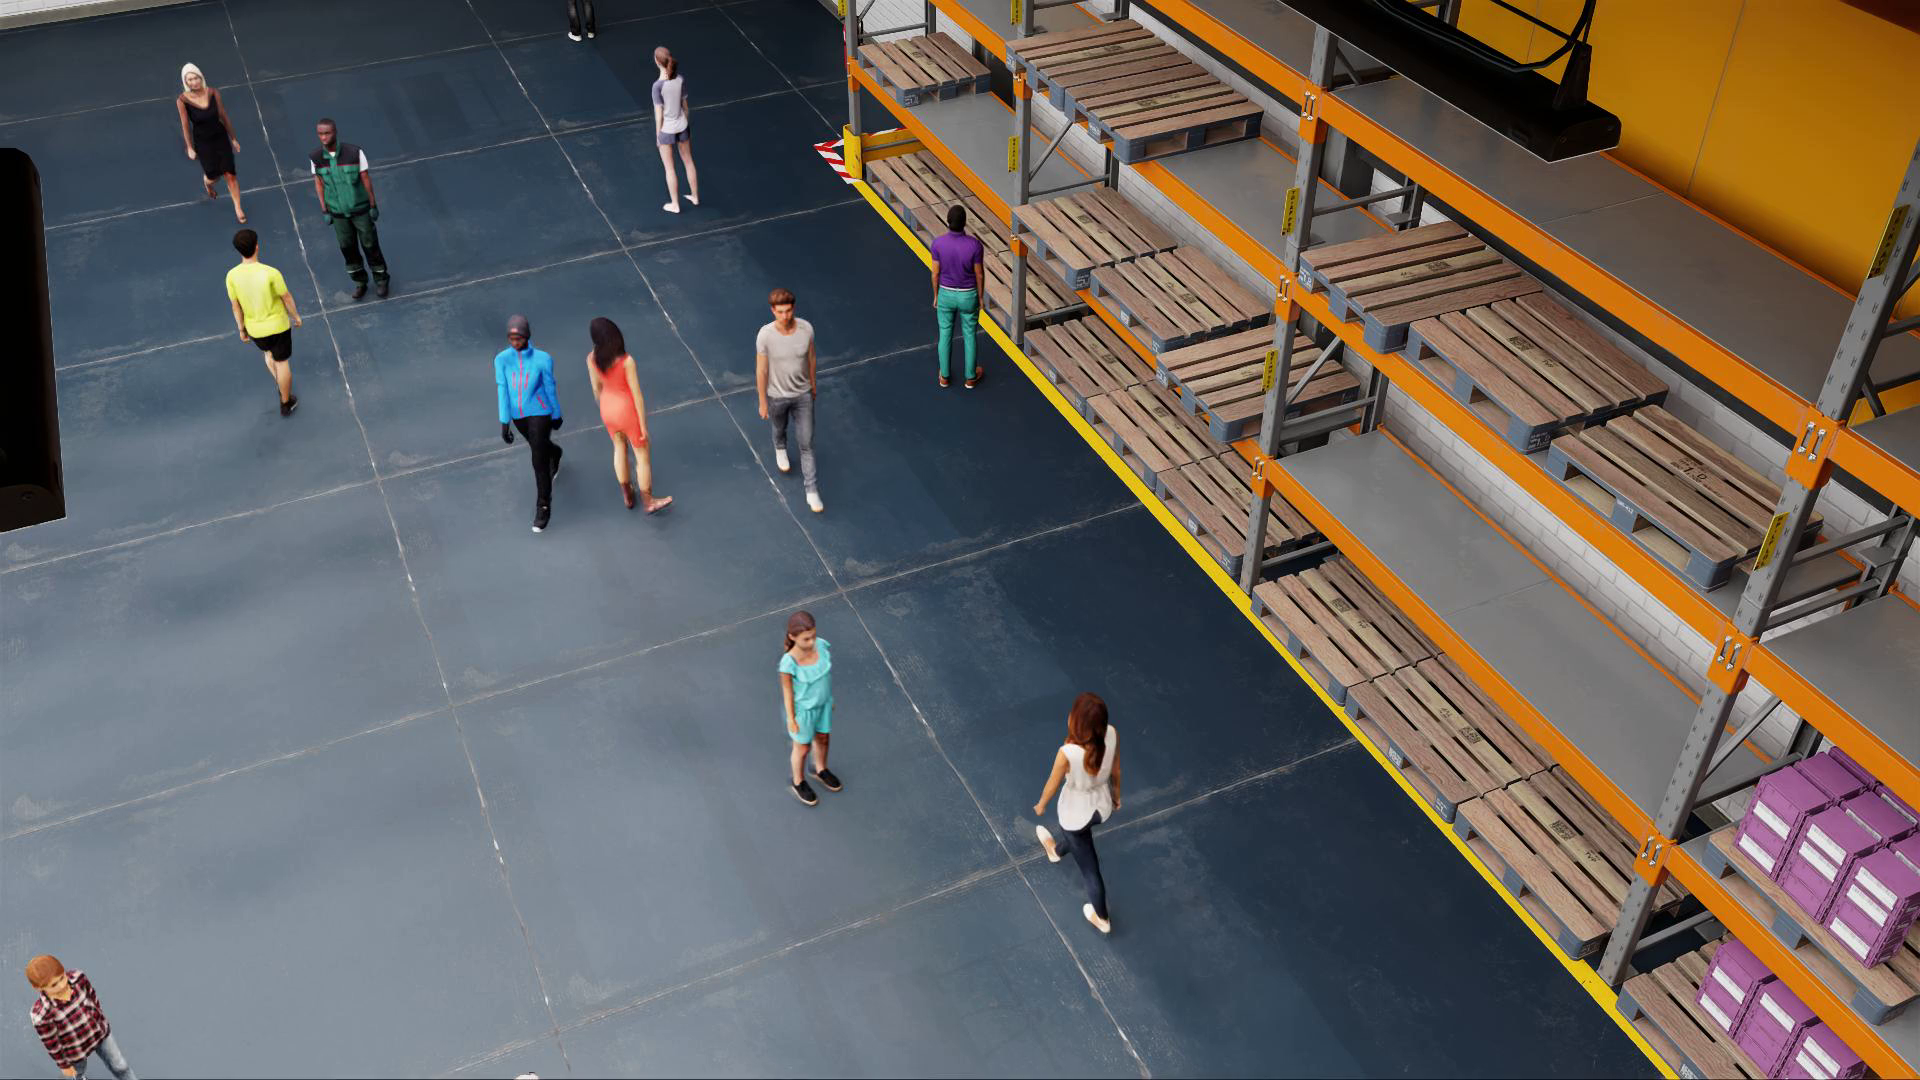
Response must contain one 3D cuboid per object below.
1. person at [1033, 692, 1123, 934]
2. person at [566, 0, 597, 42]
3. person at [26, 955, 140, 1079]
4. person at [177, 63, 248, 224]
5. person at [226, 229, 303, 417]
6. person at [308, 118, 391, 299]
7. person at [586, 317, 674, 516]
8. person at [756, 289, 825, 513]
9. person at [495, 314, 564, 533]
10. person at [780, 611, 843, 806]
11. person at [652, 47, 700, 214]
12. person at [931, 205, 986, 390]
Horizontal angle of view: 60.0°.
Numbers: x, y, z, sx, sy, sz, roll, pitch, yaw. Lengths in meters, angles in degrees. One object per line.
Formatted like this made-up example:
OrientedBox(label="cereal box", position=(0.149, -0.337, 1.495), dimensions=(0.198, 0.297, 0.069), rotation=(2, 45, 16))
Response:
OrientedBox(label="person", position=(0.794, 1.671, 9.870), dimensions=(0.720, 1.745, 1.113), rotation=(-22, 43, -25))
OrientedBox(label="person", position=(-4.877, -7.211, 20.938), dimensions=(0.643, 1.812, 0.538), rotation=(-17, 42, -20))
OrientedBox(label="person", position=(-4.812, 2.670, 9.000), dimensions=(0.972, 1.270, 0.868), rotation=(17, 42, 20))
OrientedBox(label="person", position=(-7.733, -4.108, 17.121), dimensions=(0.749, 1.727, 0.895), rotation=(-28, 47, -31))
OrientedBox(label="person", position=(-5.971, -1.823, 14.292), dimensions=(0.789, 1.686, 0.907), rotation=(-3, 39, -3))
OrientedBox(label="person", position=(-5.816, -3.167, 15.852), dimensions=(0.752, 1.839, 0.721), rotation=(-4, 39, -5))
OrientedBox(label="person", position=(-2.676, -0.948, 13.198), dimensions=(0.825, 1.685, 0.870), rotation=(20, 43, 24))
OrientedBox(label="person", position=(-1.410, -1.221, 13.413), dimensions=(0.830, 1.843, 1.289), rotation=(-10, 40, -12))
OrientedBox(label="person", position=(-3.396, -1.047, 13.264), dimensions=(1.062, 1.756, 1.287), rotation=(5, 39, 6))
OrientedBox(label="person", position=(-0.978, 1.061, 10.784), dimensions=(0.611, 1.558, 0.625), rotation=(-31, 48, -33))
OrientedBox(label="person", position=(-2.985, -4.265, 17.286), dimensions=(0.644, 1.766, 0.638), rotation=(-30, 47, -32))
OrientedBox(label="person", position=(-0.016, -2.138, 14.620), dimensions=(0.724, 1.768, 0.746), rotation=(4, 39, 5))
